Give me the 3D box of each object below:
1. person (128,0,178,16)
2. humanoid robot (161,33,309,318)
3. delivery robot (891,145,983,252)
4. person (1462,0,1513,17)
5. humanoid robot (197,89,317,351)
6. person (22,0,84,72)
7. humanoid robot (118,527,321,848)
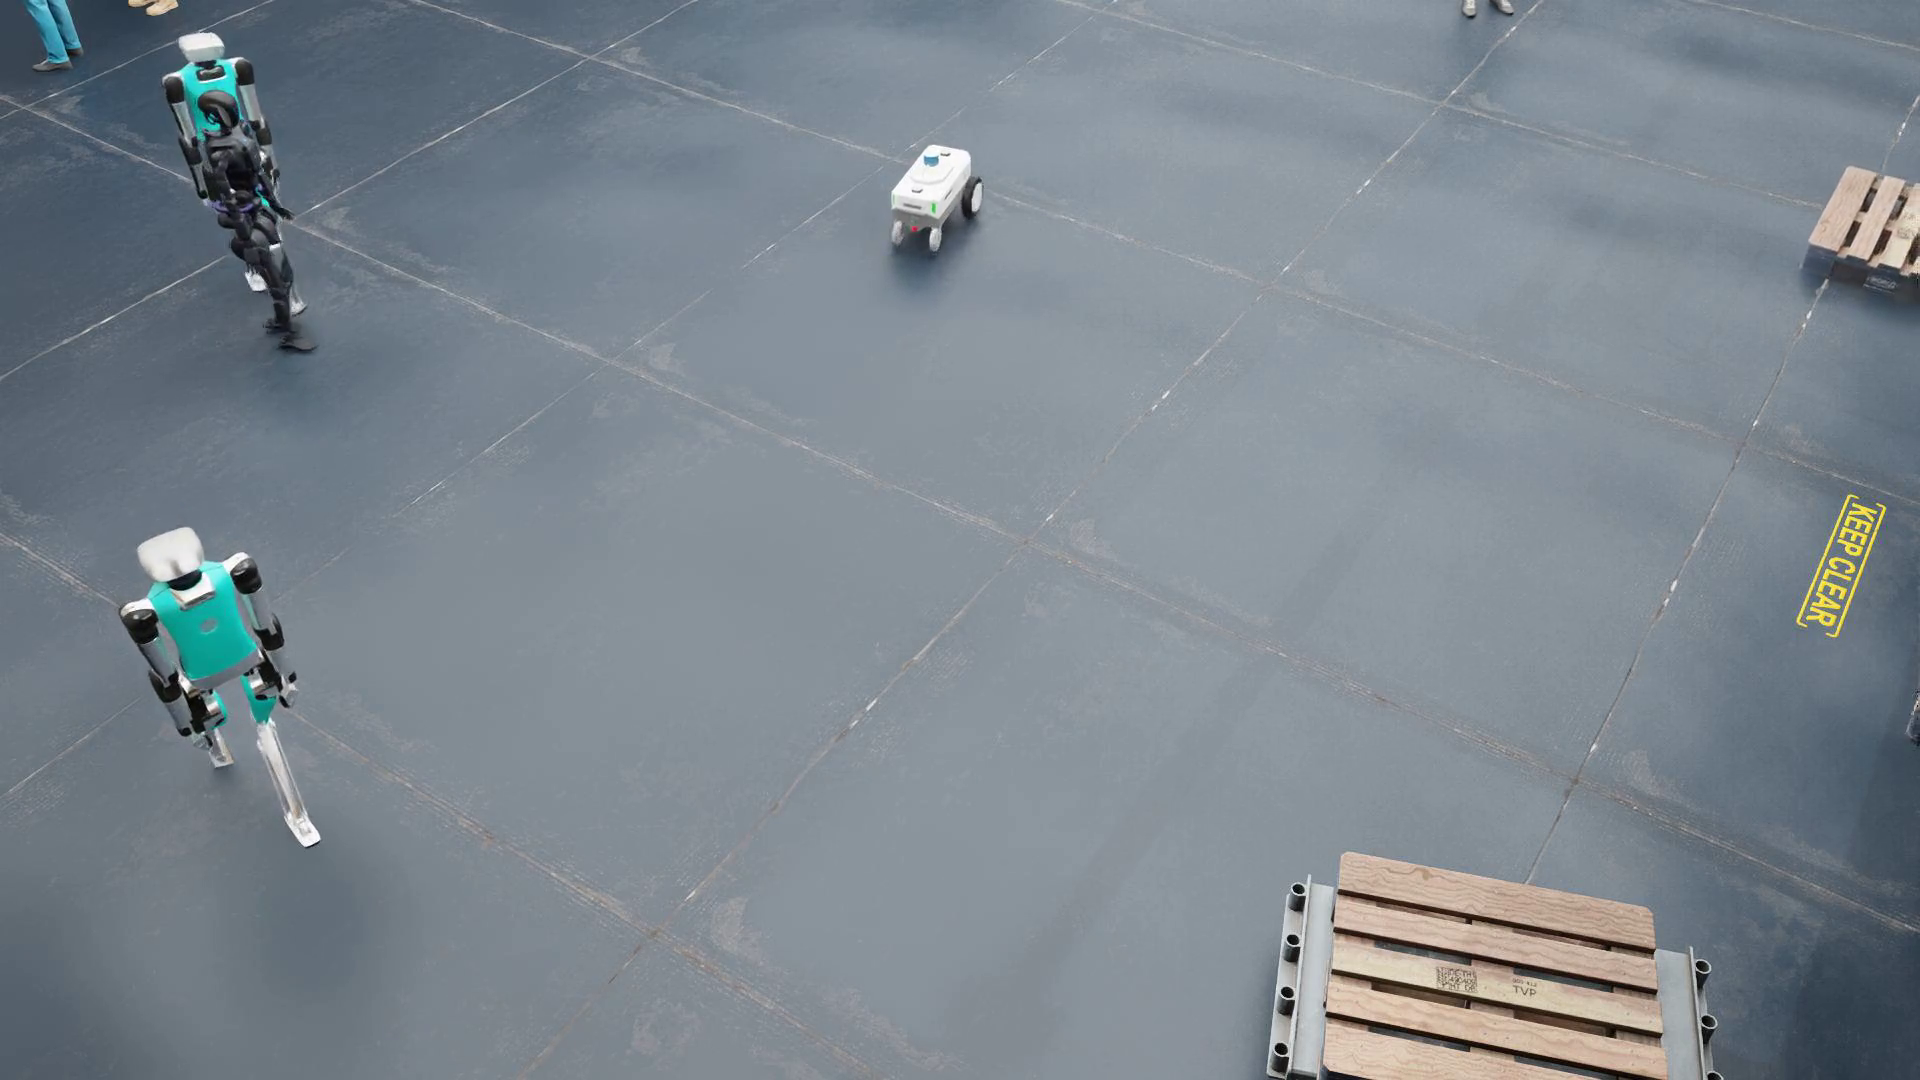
[{"bbox_3d":[-6.753,-5.122,13.402,0.492,1.743,0.305,30,50,29],"label":"person"},{"bbox_3d":[-4.241,-2.102,10.061,0.562,1.762,1.034,-32,51,-31],"label":"humanoid robot"},{"bbox_3d":[-0.184,-2.343,11.195,0.499,0.606,0.807,14,44,15],"label":"delivery robot"},{"bbox_3d":[4.413,-5.176,13.319,0.560,1.938,0.430,-5,42,-6],"label":"person"},{"bbox_3d":[-4.153,-1.890,9.844,0.368,1.668,0.591,-1,42,-1],"label":"humanoid robot"},{"bbox_3d":[-7.113,-4.471,12.599,0.376,1.843,0.571,2,42,2],"label":"person"},{"bbox_3d":[-3.223,0.510,7.118,0.533,1.766,0.959,-30,50,-29],"label":"humanoid robot"}]
